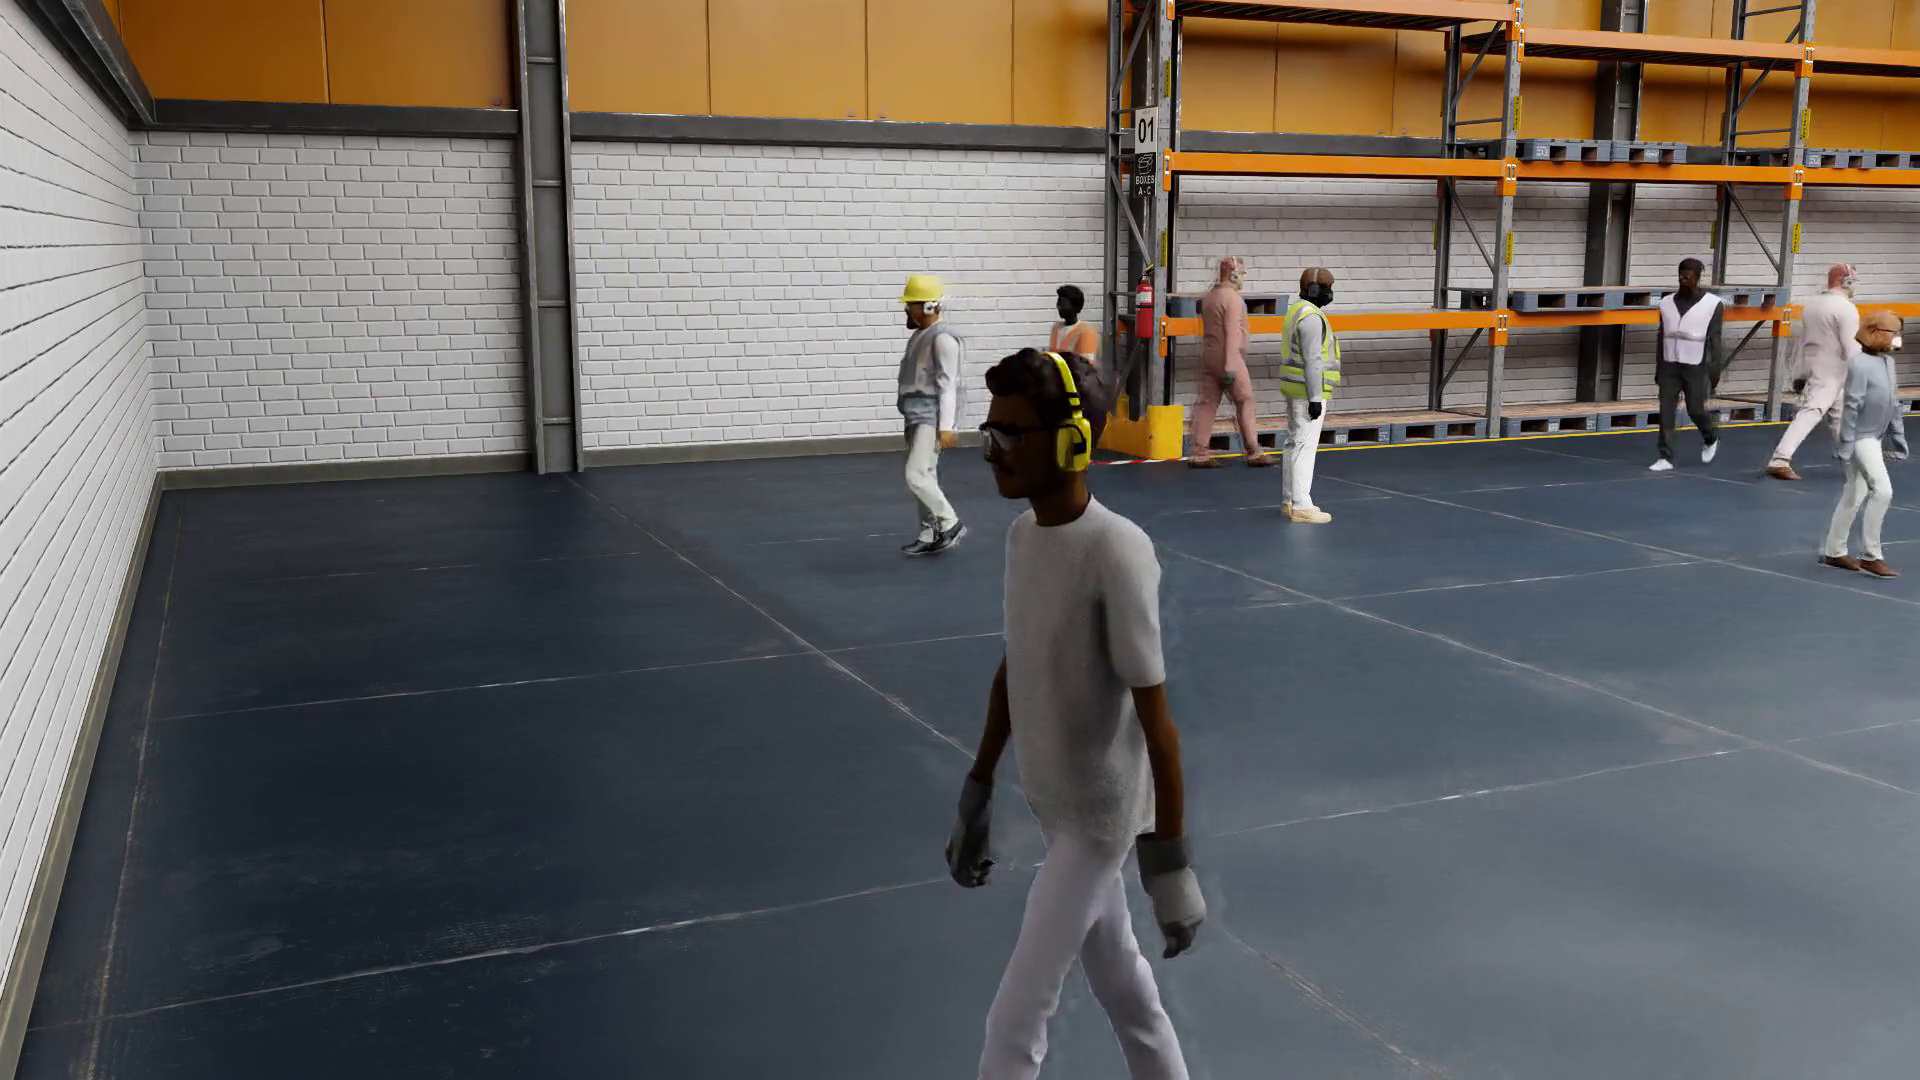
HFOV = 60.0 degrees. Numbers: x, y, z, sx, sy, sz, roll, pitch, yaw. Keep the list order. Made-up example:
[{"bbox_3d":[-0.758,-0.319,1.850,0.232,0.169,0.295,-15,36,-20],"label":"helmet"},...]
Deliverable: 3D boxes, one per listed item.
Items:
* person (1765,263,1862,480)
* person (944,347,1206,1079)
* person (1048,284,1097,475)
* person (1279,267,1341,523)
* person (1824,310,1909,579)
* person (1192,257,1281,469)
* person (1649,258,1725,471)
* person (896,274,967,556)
[{"bbox_3d":[7.380,-1.412,14.103,1.052,1.844,0.666,0,10,1],"label":"person"},{"bbox_3d":[0.121,0.556,3.164,0.973,1.817,0.538,-4,11,-19],"label":"person"},{"bbox_3d":[0.865,-1.176,13.172,0.369,1.686,0.550,-6,12,-32],"label":"person"},{"bbox_3d":[2.542,-1.054,12.093,0.429,1.839,0.633,0,10,0],"label":"person"},{"bbox_3d":[5.588,-0.576,10.070,0.502,1.613,0.620,-10,14,-44],"label":"person"},{"bbox_3d":[2.469,-1.564,14.810,0.886,1.870,0.664,-3,11,-17],"label":"person"},{"bbox_3d":[6.506,-1.562,14.809,0.793,1.890,0.592,-8,13,-38],"label":"person"},{"bbox_3d":[-0.215,-0.777,10.611,0.430,1.813,0.614,-4,11,-19],"label":"person"}]
